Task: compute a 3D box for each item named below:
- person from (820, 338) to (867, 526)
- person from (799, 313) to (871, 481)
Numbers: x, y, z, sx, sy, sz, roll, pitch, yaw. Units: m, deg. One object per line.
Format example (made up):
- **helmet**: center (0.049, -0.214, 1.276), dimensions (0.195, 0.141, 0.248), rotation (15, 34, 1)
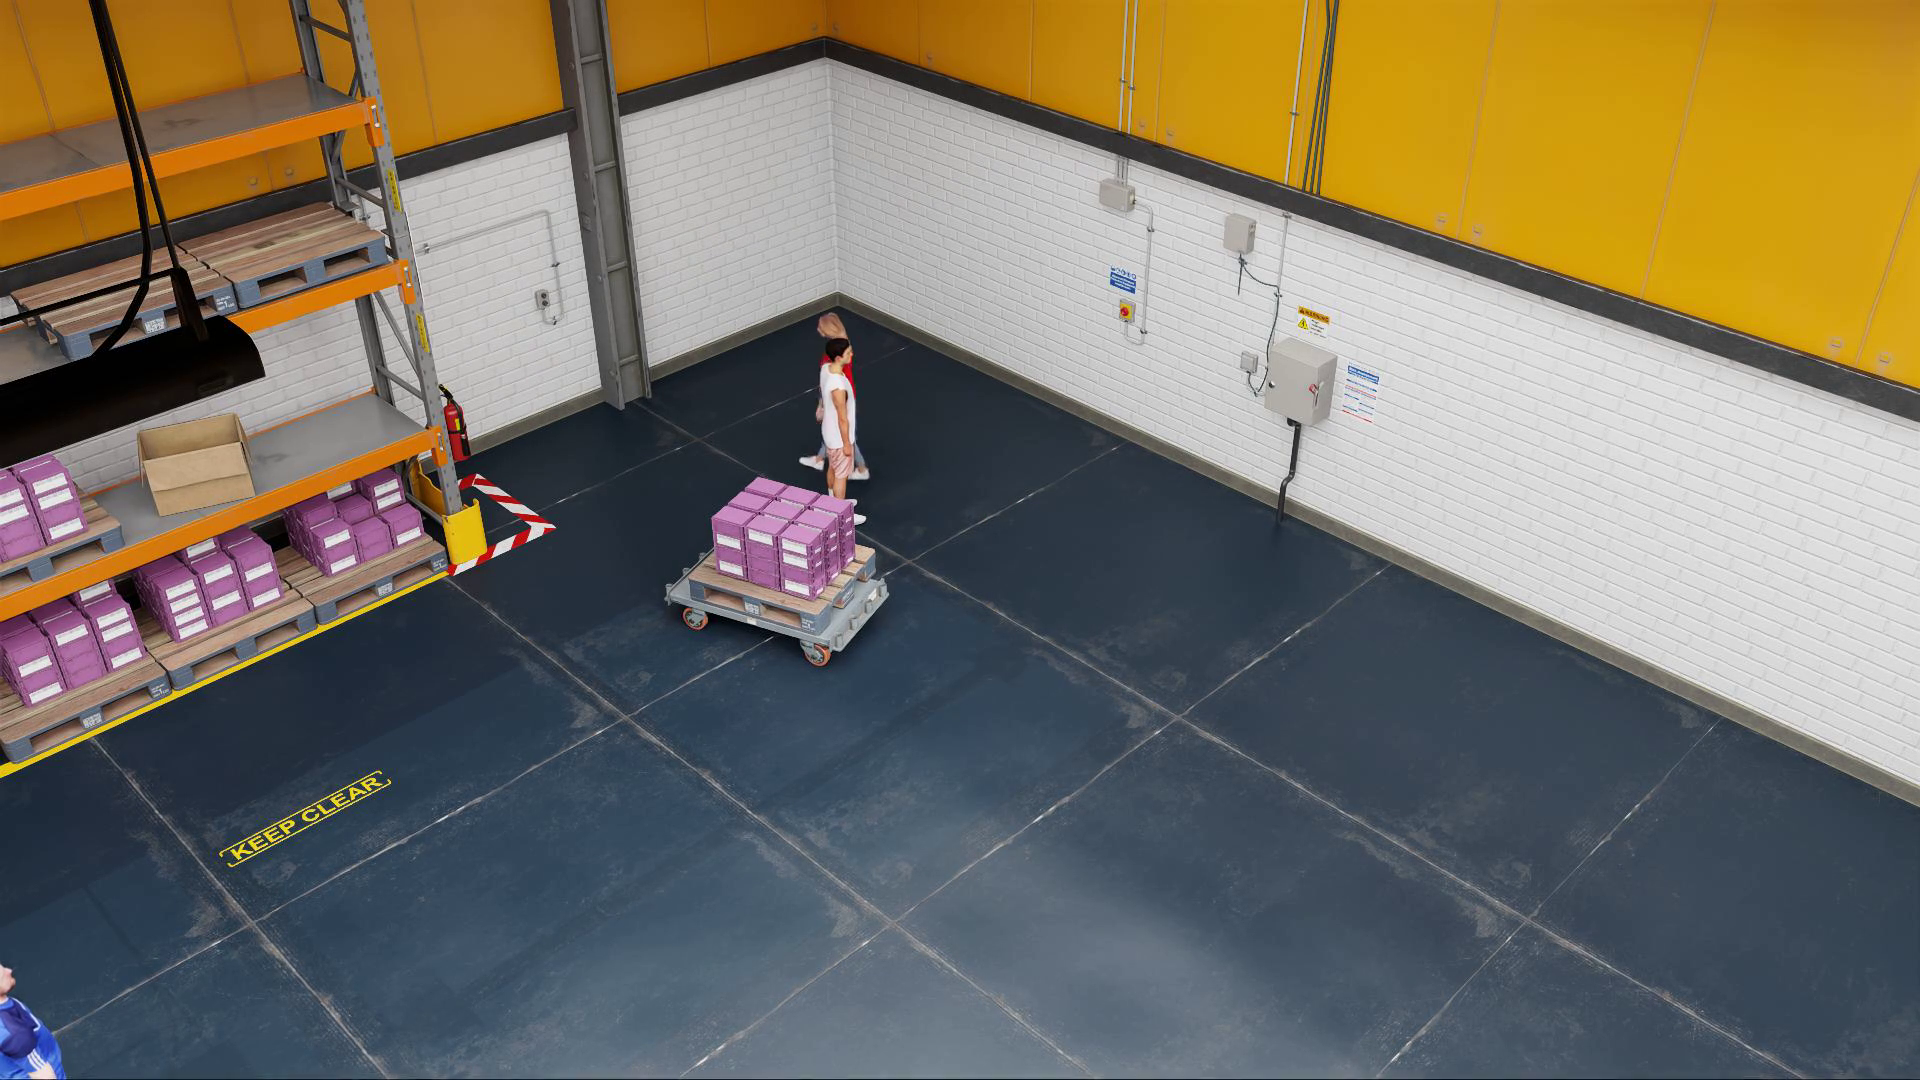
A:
- **person**: center (-1.077, -0.970, 14.668), dimensions (0.727, 1.787, 0.733), rotation (-10, 35, -14)
- **person**: center (-1.056, -1.265, 15.214), dimensions (0.968, 1.676, 1.005), rotation (10, 35, 14)
